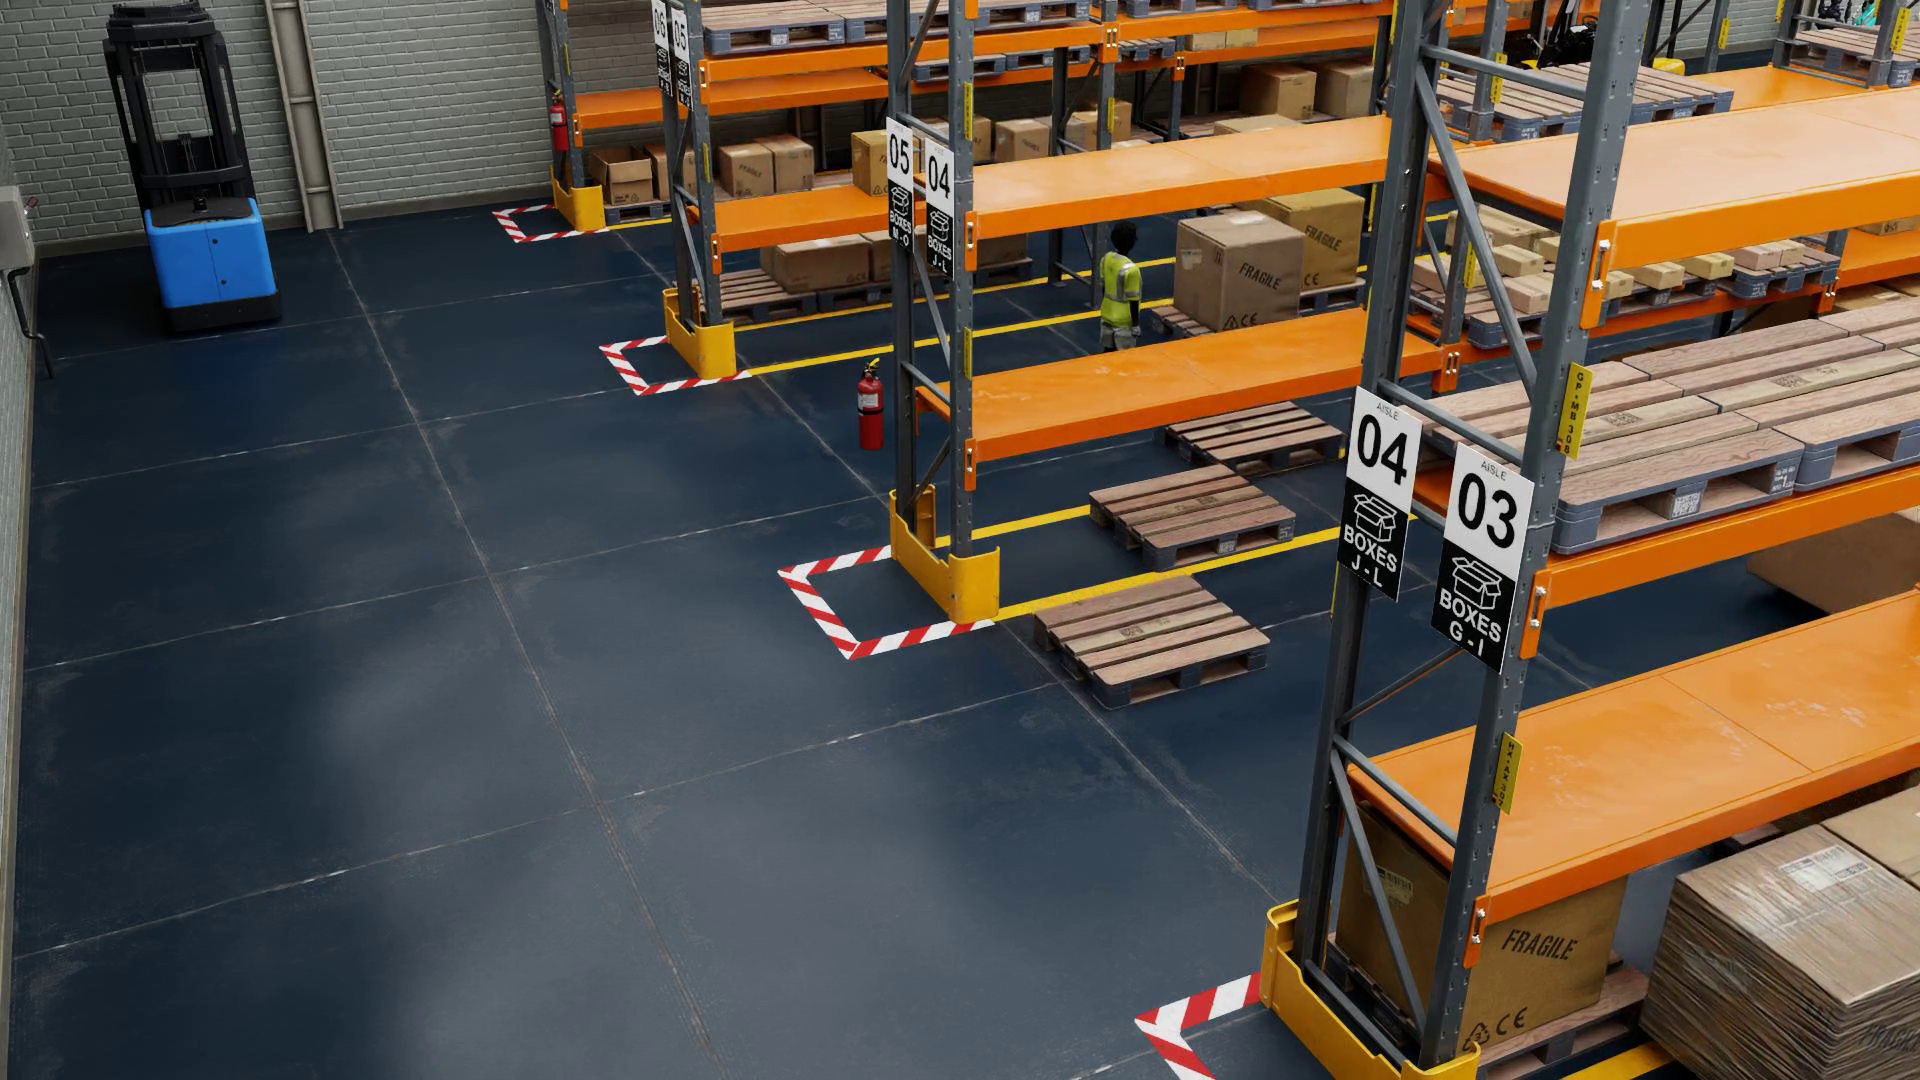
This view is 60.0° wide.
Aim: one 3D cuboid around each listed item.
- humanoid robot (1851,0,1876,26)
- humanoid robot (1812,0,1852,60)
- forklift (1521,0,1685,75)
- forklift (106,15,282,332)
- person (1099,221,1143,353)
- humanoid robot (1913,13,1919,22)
[{"bbox_3d":[14.727,-8.647,26.923,0.735,1.677,0.533,-12,30,-22],"label":"humanoid robot"},{"bbox_3d":[13.865,-8.303,26.458,0.315,1.657,0.599,-12,30,-22],"label":"humanoid robot"},{"bbox_3d":[8.950,-6.807,23.056,1.214,2.155,2.313,-12,30,-22],"label":"forklift"},{"bbox_3d":[-7.548,-3.672,16.323,1.129,2.768,1.873,-12,30,-22],"label":"forklift"},{"bbox_3d":[1.375,-1.886,14.157,0.316,1.700,0.540,-13,30,-23],"label":"person"},{"bbox_3d":[15.842,-8.621,27.008,0.795,1.761,0.532,0,28,1],"label":"humanoid robot"}]
